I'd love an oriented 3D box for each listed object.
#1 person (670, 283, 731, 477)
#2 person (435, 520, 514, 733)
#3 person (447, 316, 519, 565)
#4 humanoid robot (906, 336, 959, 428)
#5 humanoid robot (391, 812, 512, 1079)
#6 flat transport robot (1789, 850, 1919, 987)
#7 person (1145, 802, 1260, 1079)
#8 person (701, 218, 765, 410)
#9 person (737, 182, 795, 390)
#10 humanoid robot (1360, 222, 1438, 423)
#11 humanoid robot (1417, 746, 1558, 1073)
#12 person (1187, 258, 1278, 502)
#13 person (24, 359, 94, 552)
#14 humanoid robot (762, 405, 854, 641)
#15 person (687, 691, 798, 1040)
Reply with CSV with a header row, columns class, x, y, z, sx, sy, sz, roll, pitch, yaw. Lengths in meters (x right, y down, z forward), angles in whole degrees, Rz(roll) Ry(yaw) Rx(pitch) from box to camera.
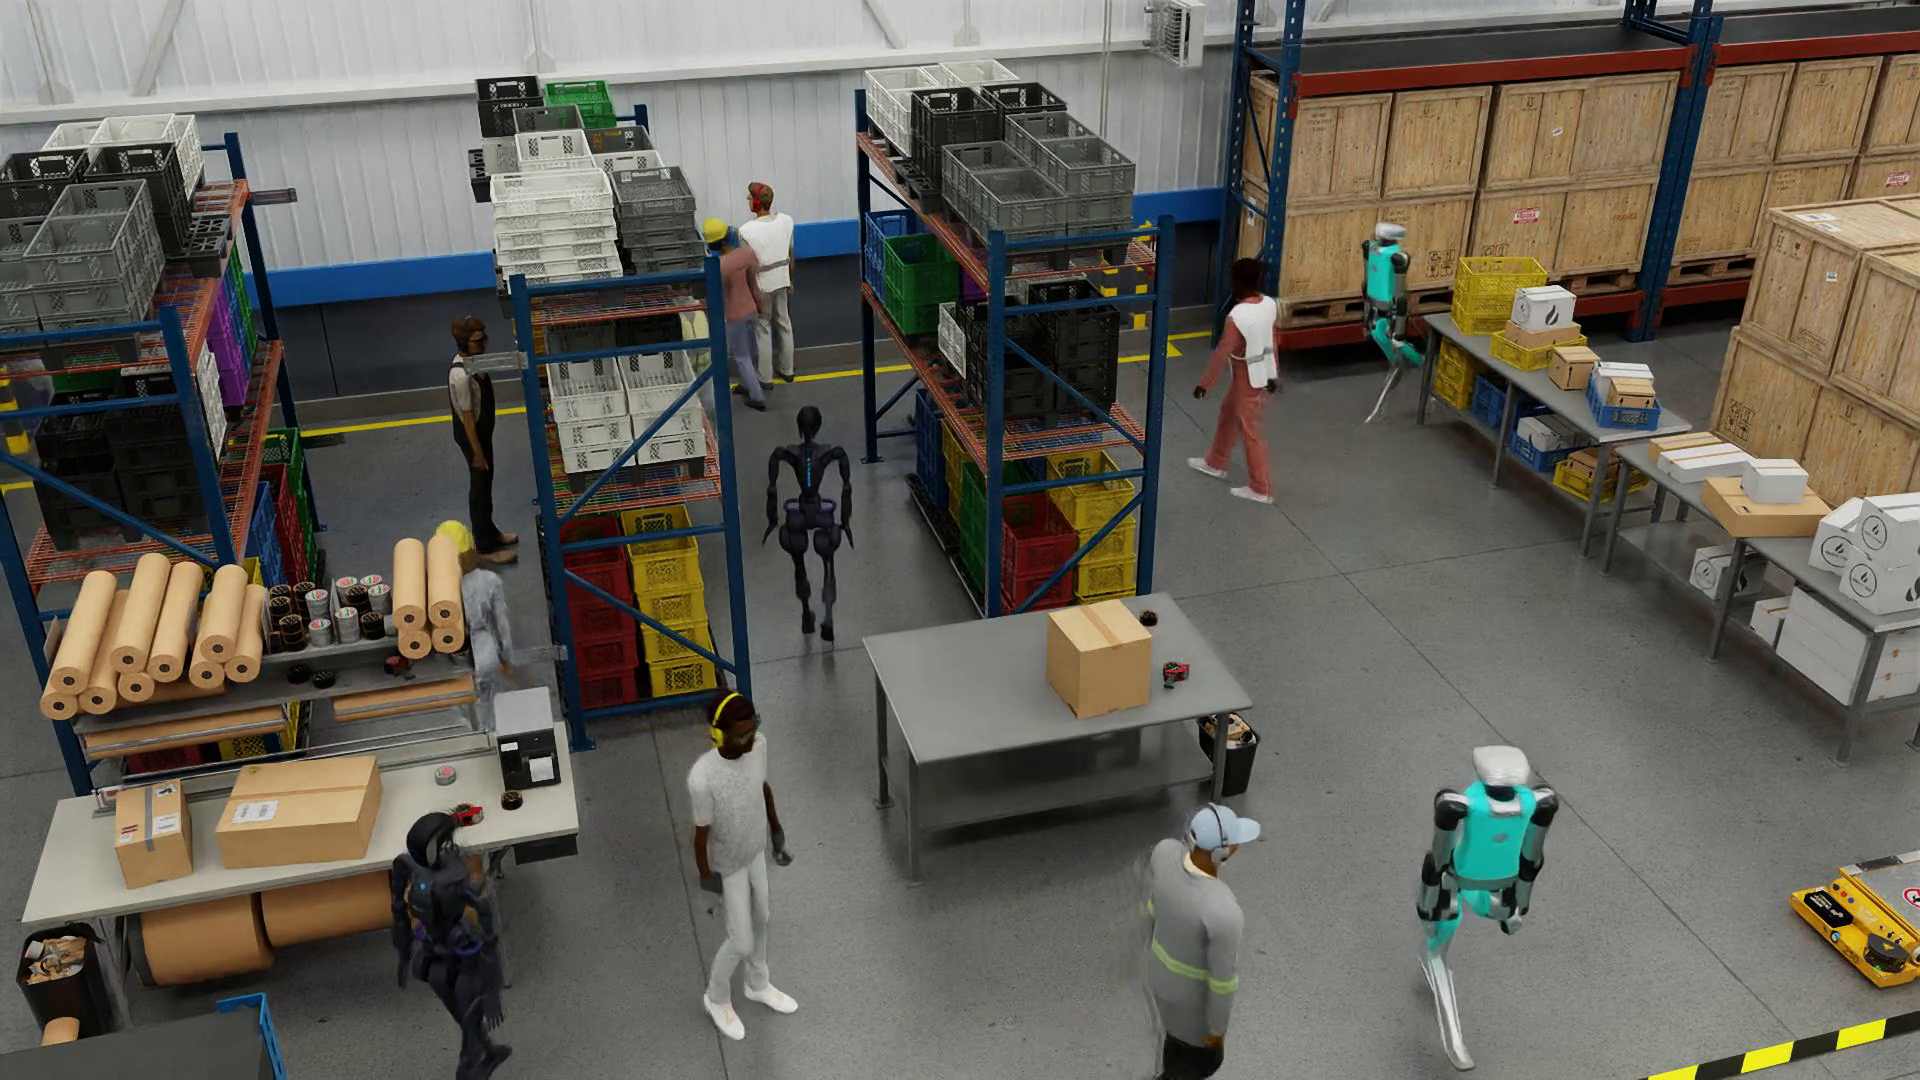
class,x,y,z,sx,sy,sz,roll,pitch,yaw
person,-2.109,-1.366,13.039,0.642,1.823,0.431,-12,31,-20
person,-2.827,0.667,9.442,0.498,1.713,0.712,-24,37,-37
person,-3.413,-0.712,11.822,0.333,1.842,0.507,-4,29,-8
humanoid robot,-0.196,-1.627,13.682,0.615,1.638,0.610,-10,30,-18
humanoid robot,-2.267,1.890,7.277,0.587,1.632,0.696,12,31,21
flat transport robot,5.163,1.916,8.676,1.431,0.231,0.659,-8,30,-14
person,0.931,1.894,7.095,0.619,1.836,0.598,-13,31,-22
person,-1.963,-1.927,14.146,0.628,1.720,0.584,18,34,29
person,-1.671,-2.211,14.544,0.569,1.846,0.383,-25,37,-38
humanoid robot,3.798,-1.836,14.006,0.924,1.794,0.537,-12,31,-20
humanoid robot,2.339,1.589,7.742,0.543,1.730,1.033,-1,29,-2
person,2.089,-1.242,12.754,0.894,1.881,0.612,17,33,29
person,-6.272,-0.845,11.908,0.620,1.995,0.915,0,29,0
humanoid robot,-0.997,-0.073,10.844,0.601,1.644,0.544,-2,29,-4
person,-1.010,1.499,7.776,0.352,1.867,0.536,17,33,27
